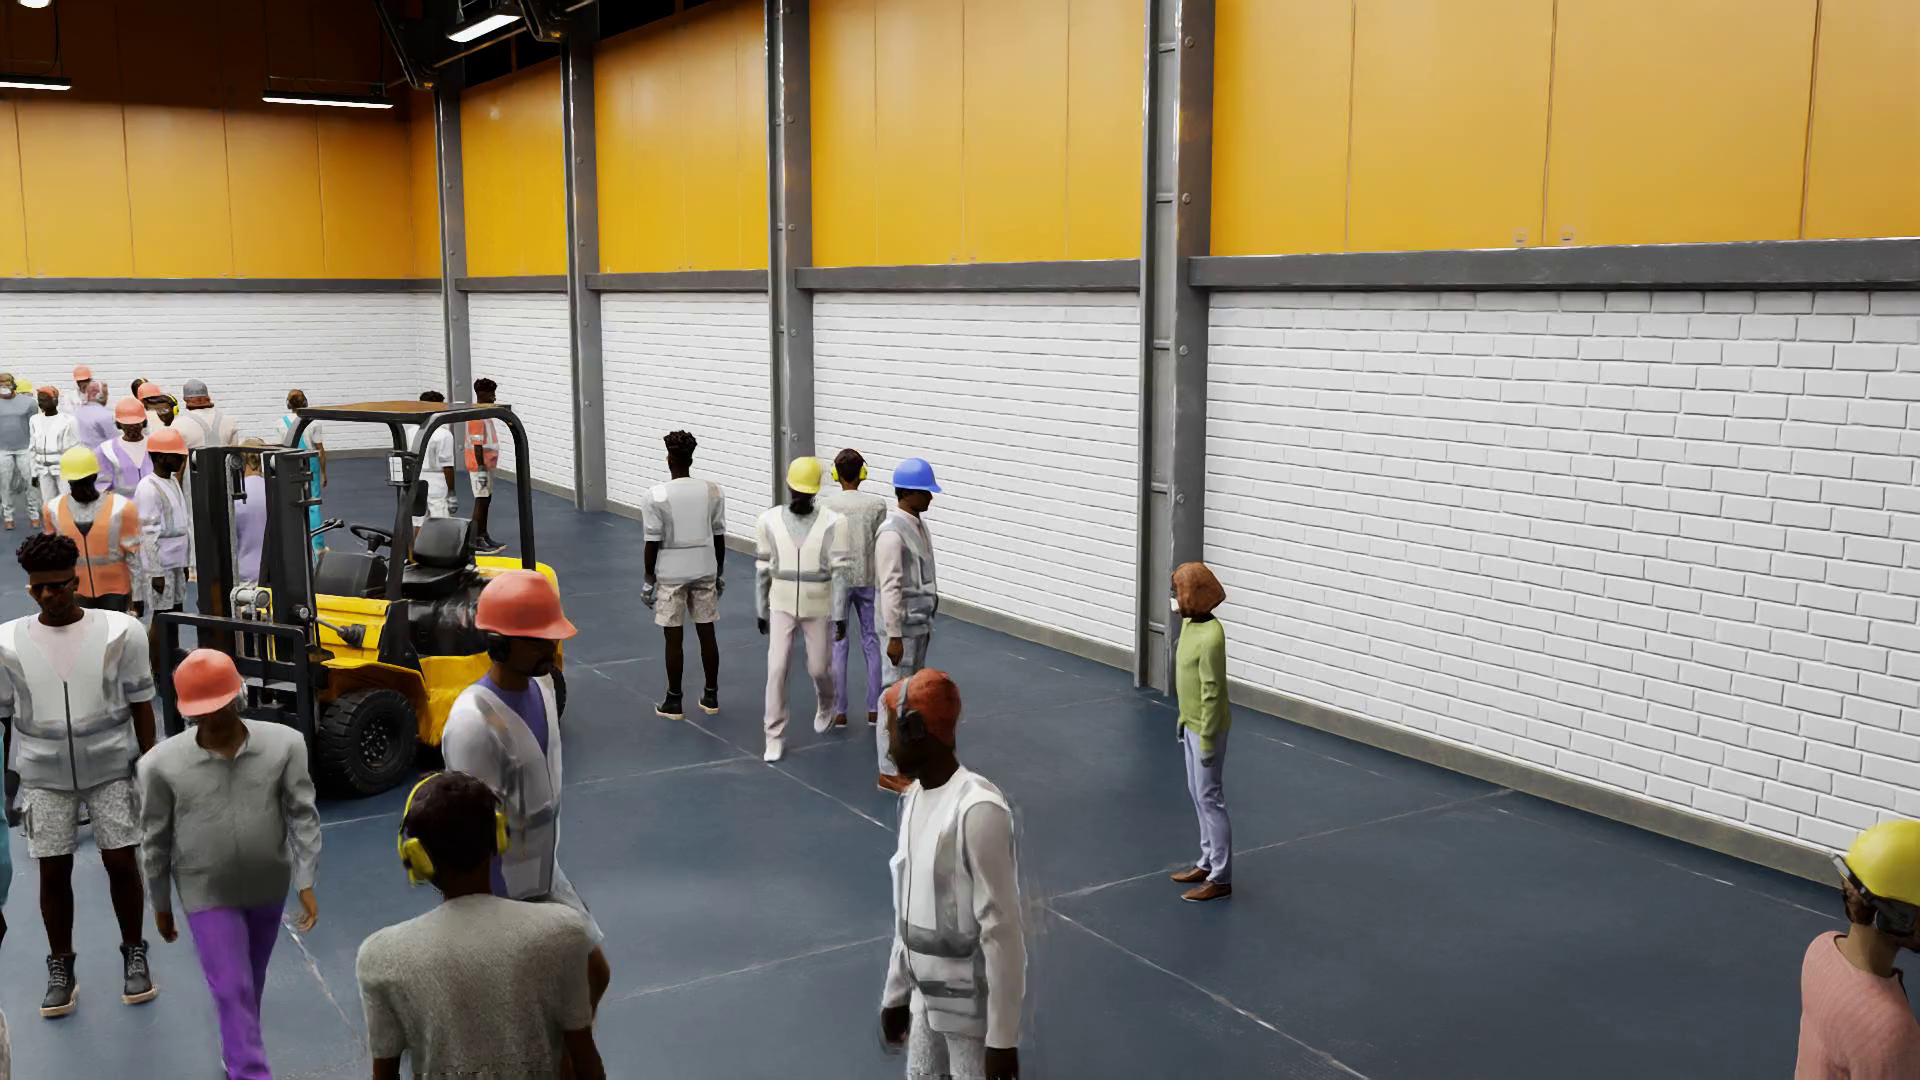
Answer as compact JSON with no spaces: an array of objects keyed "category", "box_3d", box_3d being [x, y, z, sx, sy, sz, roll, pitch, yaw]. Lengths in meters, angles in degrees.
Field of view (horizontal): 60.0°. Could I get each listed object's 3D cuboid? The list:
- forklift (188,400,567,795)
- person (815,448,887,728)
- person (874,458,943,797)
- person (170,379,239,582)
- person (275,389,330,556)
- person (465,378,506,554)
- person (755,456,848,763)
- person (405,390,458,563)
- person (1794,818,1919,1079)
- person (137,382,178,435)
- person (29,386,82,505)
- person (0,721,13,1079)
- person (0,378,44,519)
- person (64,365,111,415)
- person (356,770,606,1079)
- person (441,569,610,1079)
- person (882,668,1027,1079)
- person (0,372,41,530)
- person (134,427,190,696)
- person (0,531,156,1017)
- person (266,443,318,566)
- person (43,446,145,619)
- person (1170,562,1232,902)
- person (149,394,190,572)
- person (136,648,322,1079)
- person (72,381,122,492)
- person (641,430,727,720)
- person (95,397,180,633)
[{"category":"forklift","box_3d":[-3.529,0.258,10.348,1.214,2.155,2.313,4,9,25]},{"category":"person","box_3d":[-0.722,0.318,11.058,0.521,1.865,0.328,-1,9,-9]},{"category":"person","box_3d":[-0.298,0.492,9.610,0.409,1.943,0.614,2,9,14]},{"category":"person","box_3d":[-7.613,-0.605,16.678,0.535,2.000,0.687,6,10,34]},{"category":"person","box_3d":[-7.191,-0.732,18.191,0.508,1.847,0.345,-1,8,-7]},{"category":"person","box_3d":[-5.277,-0.820,18.434,0.385,1.955,0.607,-1,9,-9]},{"category":"person","box_3d":[-0.986,0.395,10.449,0.602,1.889,0.739,0,8,1]},{"category":"person","box_3d":[-5.097,-0.469,16.062,0.603,1.957,0.385,4,9,27]},{"category":"person","box_3d":[1.993,1.466,3.686,0.345,1.758,0.532,2,9,13]},{"category":"person","box_3d":[-8.910,-0.783,18.365,0.779,1.902,0.544,8,11,42]},{"category":"person","box_3d":[-9.820,-0.732,18.064,0.585,1.882,0.337,1,9,8]},{"category":"person","box_3d":[-3.335,1.131,5.332,0.605,1.939,0.415,1,9,9]},{"category":"person","box_3d":[-11.951,-1.158,21.182,0.774,1.811,0.590,-1,8,-6]},{"category":"person","box_3d":[-11.832,-1.417,22.588,0.551,1.912,0.500,-2,9,-13]},{"category":"person","box_3d":[-1.041,1.417,3.765,0.567,1.833,0.616,-2,9,-16]},{"category":"person","box_3d":[-1.347,1.089,5.317,0.702,2.017,0.656,2,9,11]},{"category":"person","box_3d":[0.002,1.288,4.584,0.350,1.858,0.666,-4,9,-25]},{"category":"person","box_3d":[-11.550,-1.079,20.278,0.636,1.928,0.380,-5,10,-28]},{"category":"person","box_3d":[-5.665,0.156,11.936,0.389,1.930,0.544,-1,8,-6]},{"category":"person","box_3d":[-3.545,0.927,6.672,0.626,1.958,0.384,-4,9,-23]},{"category":"person","box_3d":[-4.820,0.212,11.909,0.408,1.831,0.570,-5,10,-28]},{"category":"person","box_3d":[-5.678,0.314,10.954,0.603,1.898,0.583,-1,9,-10]},{"category":"person","box_3d":[1.143,0.906,7.918,0.308,1.624,0.491,0,8,-3]},{"category":"person","box_3d":[-8.039,-0.566,17.040,0.510,1.861,0.324,1,8,4]},{"category":"person","box_3d":[-2.501,1.191,5.738,0.544,1.688,0.915,-6,10,-36]},{"category":"person","box_3d":[-9.715,-0.869,18.974,0.655,1.883,0.685,6,10,35]},{"category":"person","box_3d":[-1.870,0.234,11.276,0.603,1.967,0.367,-5,10,-31]},{"category":"person","box_3d":[-6.874,-0.190,13.944,0.618,2.028,0.409,-6,10,-34]}]
